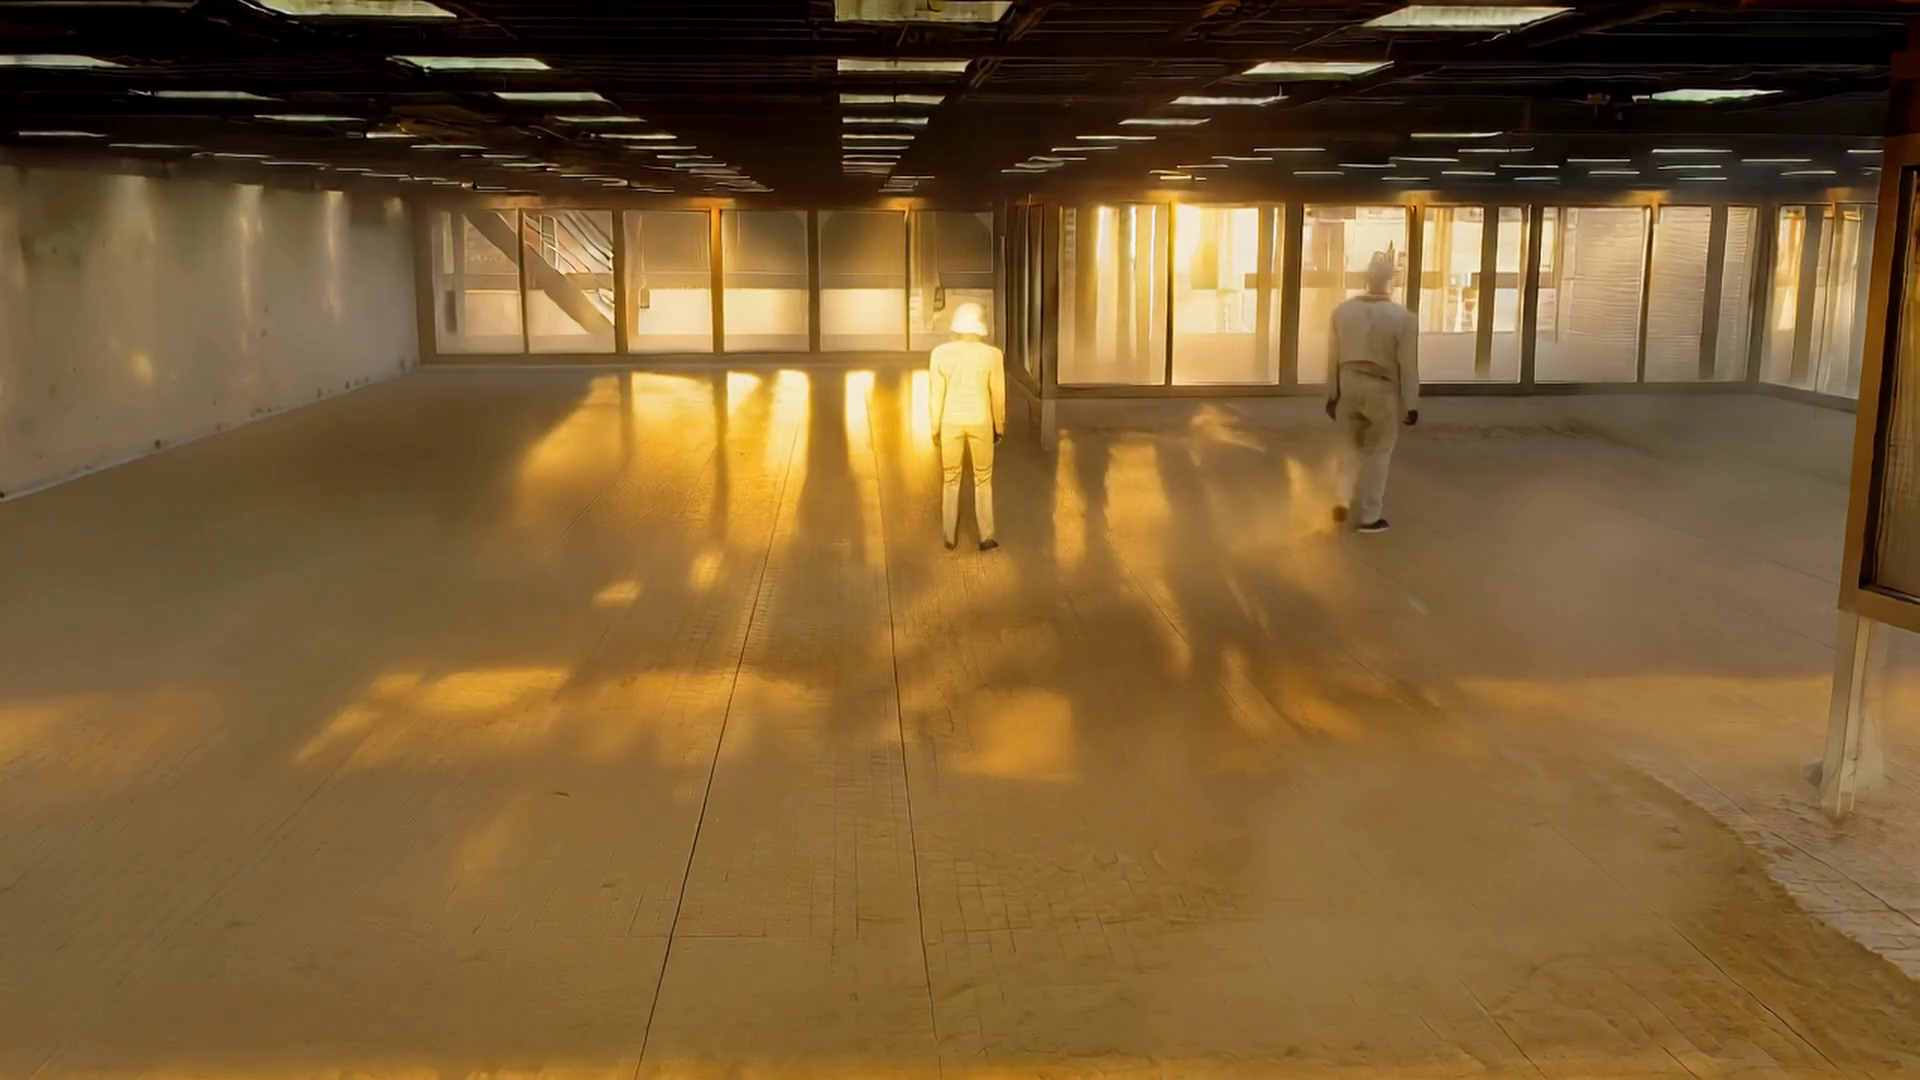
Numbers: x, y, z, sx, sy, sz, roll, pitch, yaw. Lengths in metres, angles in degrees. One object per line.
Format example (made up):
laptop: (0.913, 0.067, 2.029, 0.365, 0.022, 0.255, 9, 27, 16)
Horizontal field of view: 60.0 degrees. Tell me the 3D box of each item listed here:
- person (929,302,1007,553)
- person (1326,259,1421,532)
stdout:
person: (0.053, -0.726, 10.837, 0.507, 1.632, 0.265, 2, 11, 11)
person: (2.872, -0.988, 11.537, 0.681, 1.894, 0.427, 9, 14, 41)
